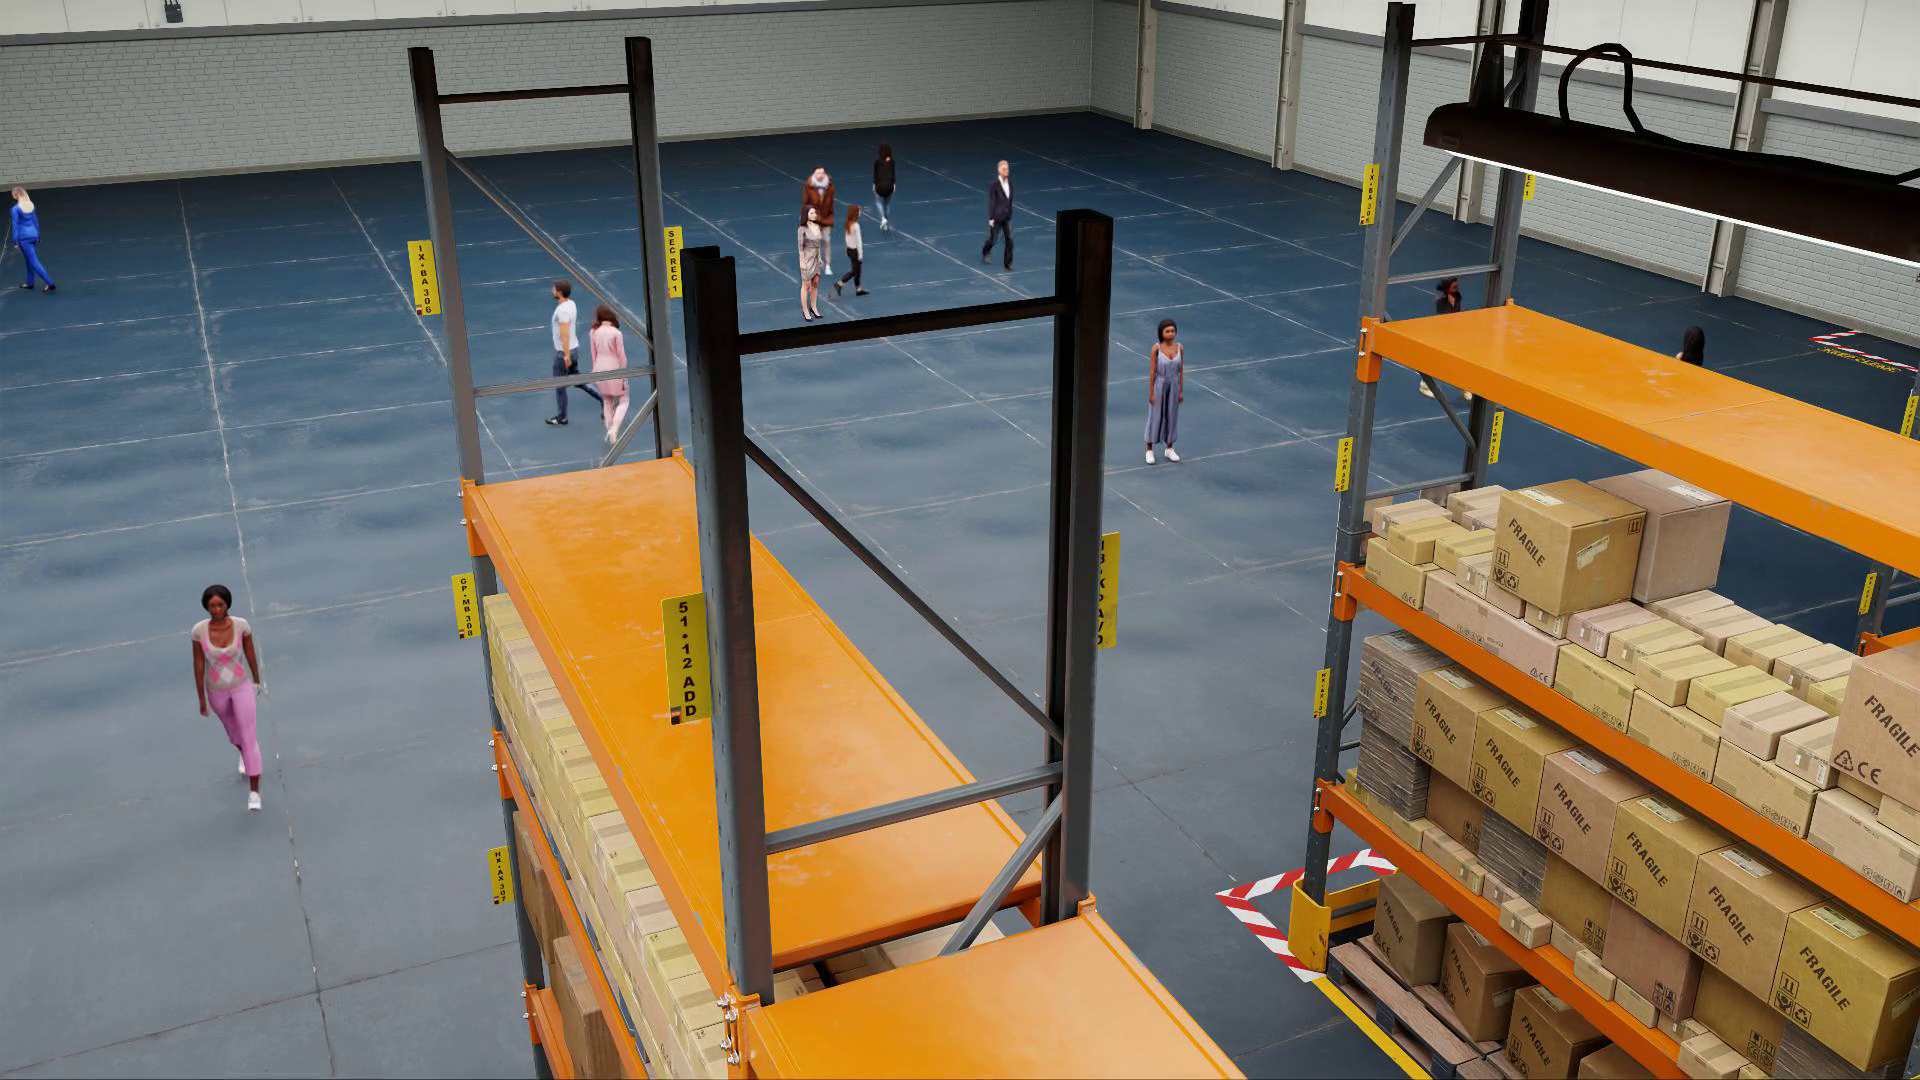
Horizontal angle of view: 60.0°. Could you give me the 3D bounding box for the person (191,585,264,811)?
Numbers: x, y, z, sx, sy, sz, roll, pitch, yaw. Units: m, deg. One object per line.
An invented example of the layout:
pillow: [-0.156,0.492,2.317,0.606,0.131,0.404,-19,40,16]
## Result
person: [-5.525,1.131,12.585,0.686,1.692,1.208,-7,24,-16]

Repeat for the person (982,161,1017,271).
person: [0.649,-5.470,27.980,0.750,1.792,1.124,-14,27,-29]

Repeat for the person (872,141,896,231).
person: [-1.389,-6.493,30.581,0.648,1.640,0.814,-7,24,-15]

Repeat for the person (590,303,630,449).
person: [-4.149,-1.883,19.543,0.802,1.793,0.867,5,24,12]

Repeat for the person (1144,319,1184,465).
person: [2.384,-1.740,19.331,0.614,1.696,0.583,-6,24,-13]

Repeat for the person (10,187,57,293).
person: [-14.751,-4.753,26.444,1.030,1.674,1.031,4,23,9]

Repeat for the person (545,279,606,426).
person: [-4.735,-2.295,20.445,1.045,1.845,1.108,2,23,4]

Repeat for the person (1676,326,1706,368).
person: [8.296,-1.709,19.319,0.725,1.649,0.593,-10,25,-23]

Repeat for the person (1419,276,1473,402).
person: [6.369,-2.585,21.373,0.667,1.654,0.932,-9,24,-19]

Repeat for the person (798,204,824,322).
person: [-2.254,-4.179,25.001,0.668,1.747,0.663,15,28,32]

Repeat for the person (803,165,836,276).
person: [-2.364,-5.330,27.658,0.820,1.787,1.224,-6,24,-14]

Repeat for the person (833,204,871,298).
person: [-1.727,-4.521,26.163,0.656,1.468,0.834,-13,26,-28]
